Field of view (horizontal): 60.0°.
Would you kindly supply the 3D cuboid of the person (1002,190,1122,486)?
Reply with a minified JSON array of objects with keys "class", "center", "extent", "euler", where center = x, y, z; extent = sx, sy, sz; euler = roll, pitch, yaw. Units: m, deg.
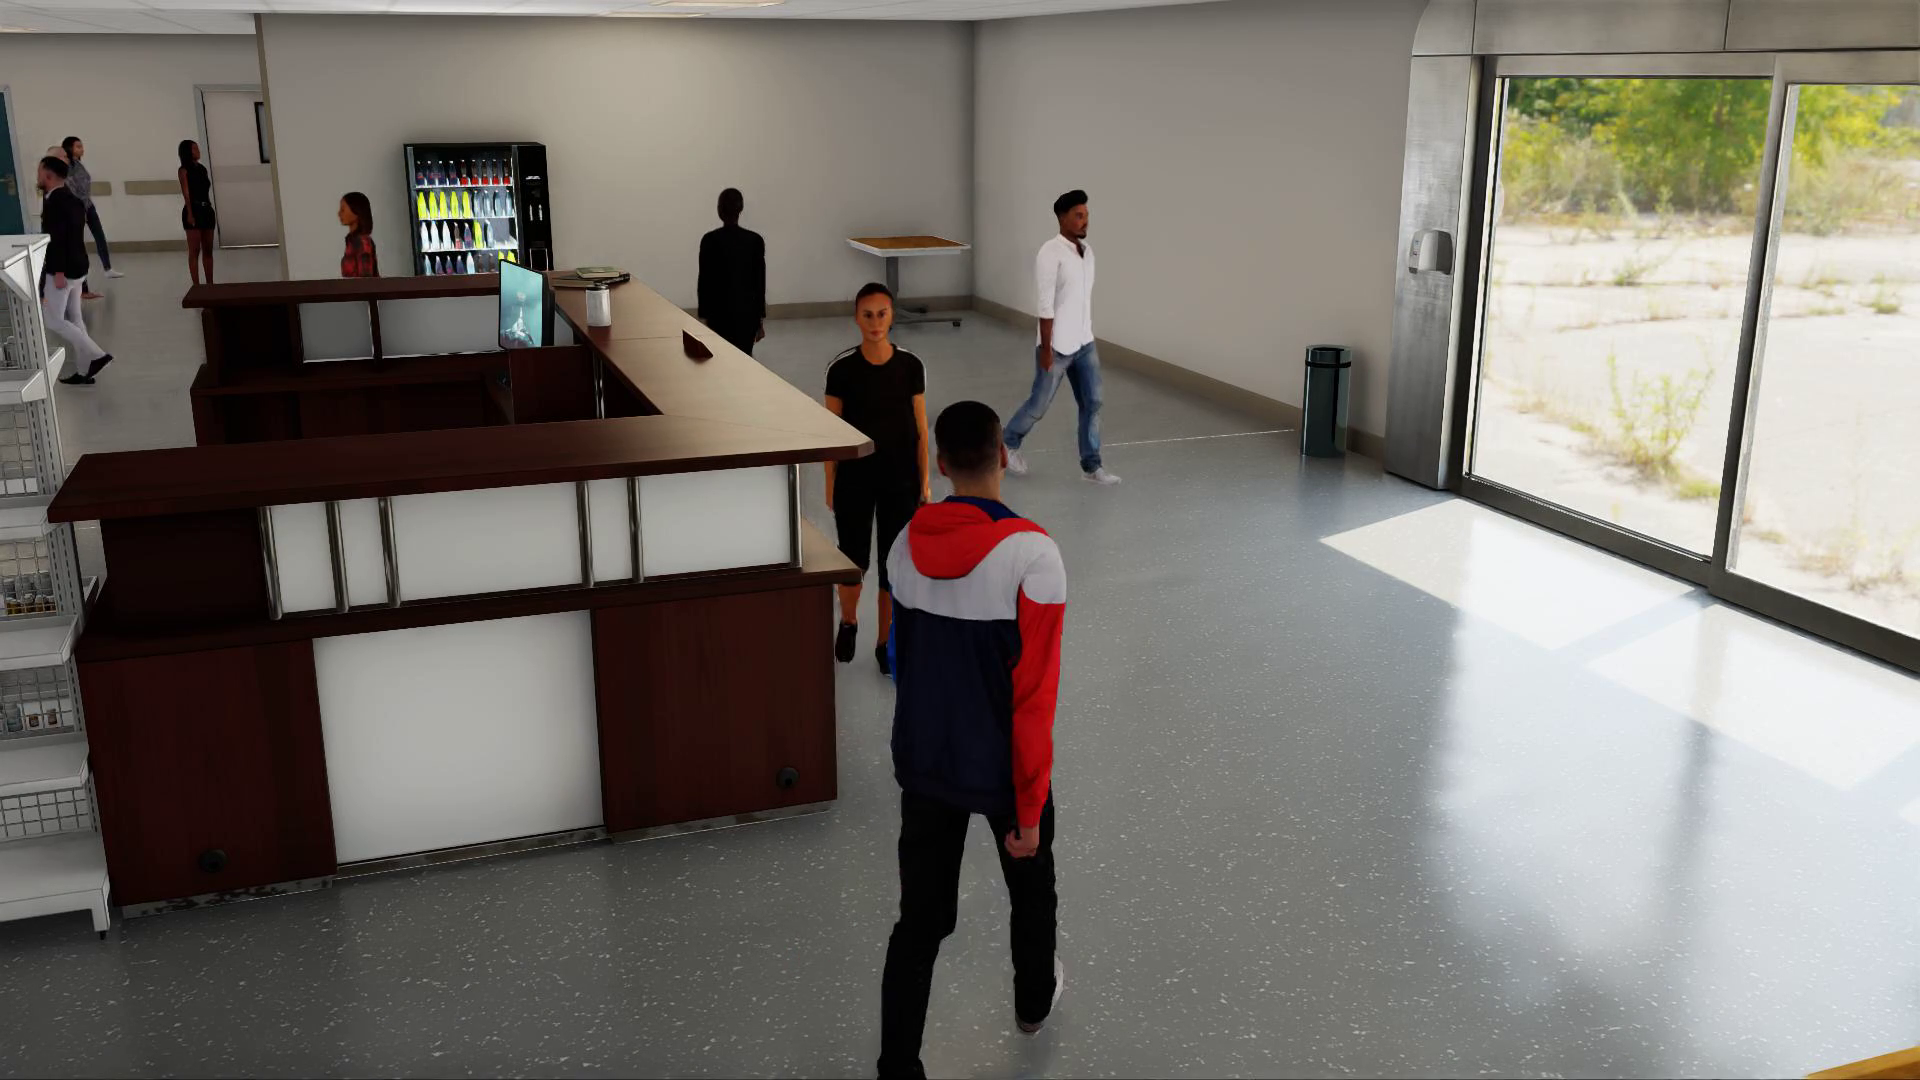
[{"class":"person","center":[0.580,-1.233,10.242],"extent":[1.059,1.782,1.182],"euler":[15,21,42]}]

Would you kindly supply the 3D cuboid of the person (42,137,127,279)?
[{"class":"person","center":[-10.787,-3.989,20.179],"extent":[1.263,1.694,0.932],"euler":[1,16,3]}]

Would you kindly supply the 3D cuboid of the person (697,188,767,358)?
[{"class":"person","center":[-1.454,-1.412,10.940],"extent":[0.949,1.747,0.902],"euler":[-13,20,-39]}]

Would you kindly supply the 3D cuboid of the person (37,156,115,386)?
[{"class":"person","center":[-7.071,-2.134,13.353],"extent":[0.807,1.827,0.772],"euler":[-1,16,-5]}]

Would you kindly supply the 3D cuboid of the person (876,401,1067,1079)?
[{"class":"person","center":[-0.011,0.577,3.936],"extent":[1.081,1.719,1.147],"euler":[9,18,30]}]

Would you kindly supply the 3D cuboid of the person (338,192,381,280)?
[{"class":"person","center":[-4.029,-1.550,11.560],"extent":[1.018,1.677,0.597],"euler":[-6,17,-20]}]

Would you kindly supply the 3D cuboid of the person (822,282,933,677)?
[{"class":"person","center":[-0.362,-0.265,7.037],"extent":[0.552,1.657,0.661],"euler":[-4,16,-15]}]

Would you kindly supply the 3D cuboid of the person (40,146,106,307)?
[{"class":"person","center":[-9.890,-3.405,18.104],"extent":[0.830,1.696,0.628],"euler":[-5,17,-18]}]

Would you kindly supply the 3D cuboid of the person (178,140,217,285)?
[{"class":"person","center":[-8.691,-3.675,18.982],"extent":[0.688,1.738,0.672],"euler":[3,16,11]}]
